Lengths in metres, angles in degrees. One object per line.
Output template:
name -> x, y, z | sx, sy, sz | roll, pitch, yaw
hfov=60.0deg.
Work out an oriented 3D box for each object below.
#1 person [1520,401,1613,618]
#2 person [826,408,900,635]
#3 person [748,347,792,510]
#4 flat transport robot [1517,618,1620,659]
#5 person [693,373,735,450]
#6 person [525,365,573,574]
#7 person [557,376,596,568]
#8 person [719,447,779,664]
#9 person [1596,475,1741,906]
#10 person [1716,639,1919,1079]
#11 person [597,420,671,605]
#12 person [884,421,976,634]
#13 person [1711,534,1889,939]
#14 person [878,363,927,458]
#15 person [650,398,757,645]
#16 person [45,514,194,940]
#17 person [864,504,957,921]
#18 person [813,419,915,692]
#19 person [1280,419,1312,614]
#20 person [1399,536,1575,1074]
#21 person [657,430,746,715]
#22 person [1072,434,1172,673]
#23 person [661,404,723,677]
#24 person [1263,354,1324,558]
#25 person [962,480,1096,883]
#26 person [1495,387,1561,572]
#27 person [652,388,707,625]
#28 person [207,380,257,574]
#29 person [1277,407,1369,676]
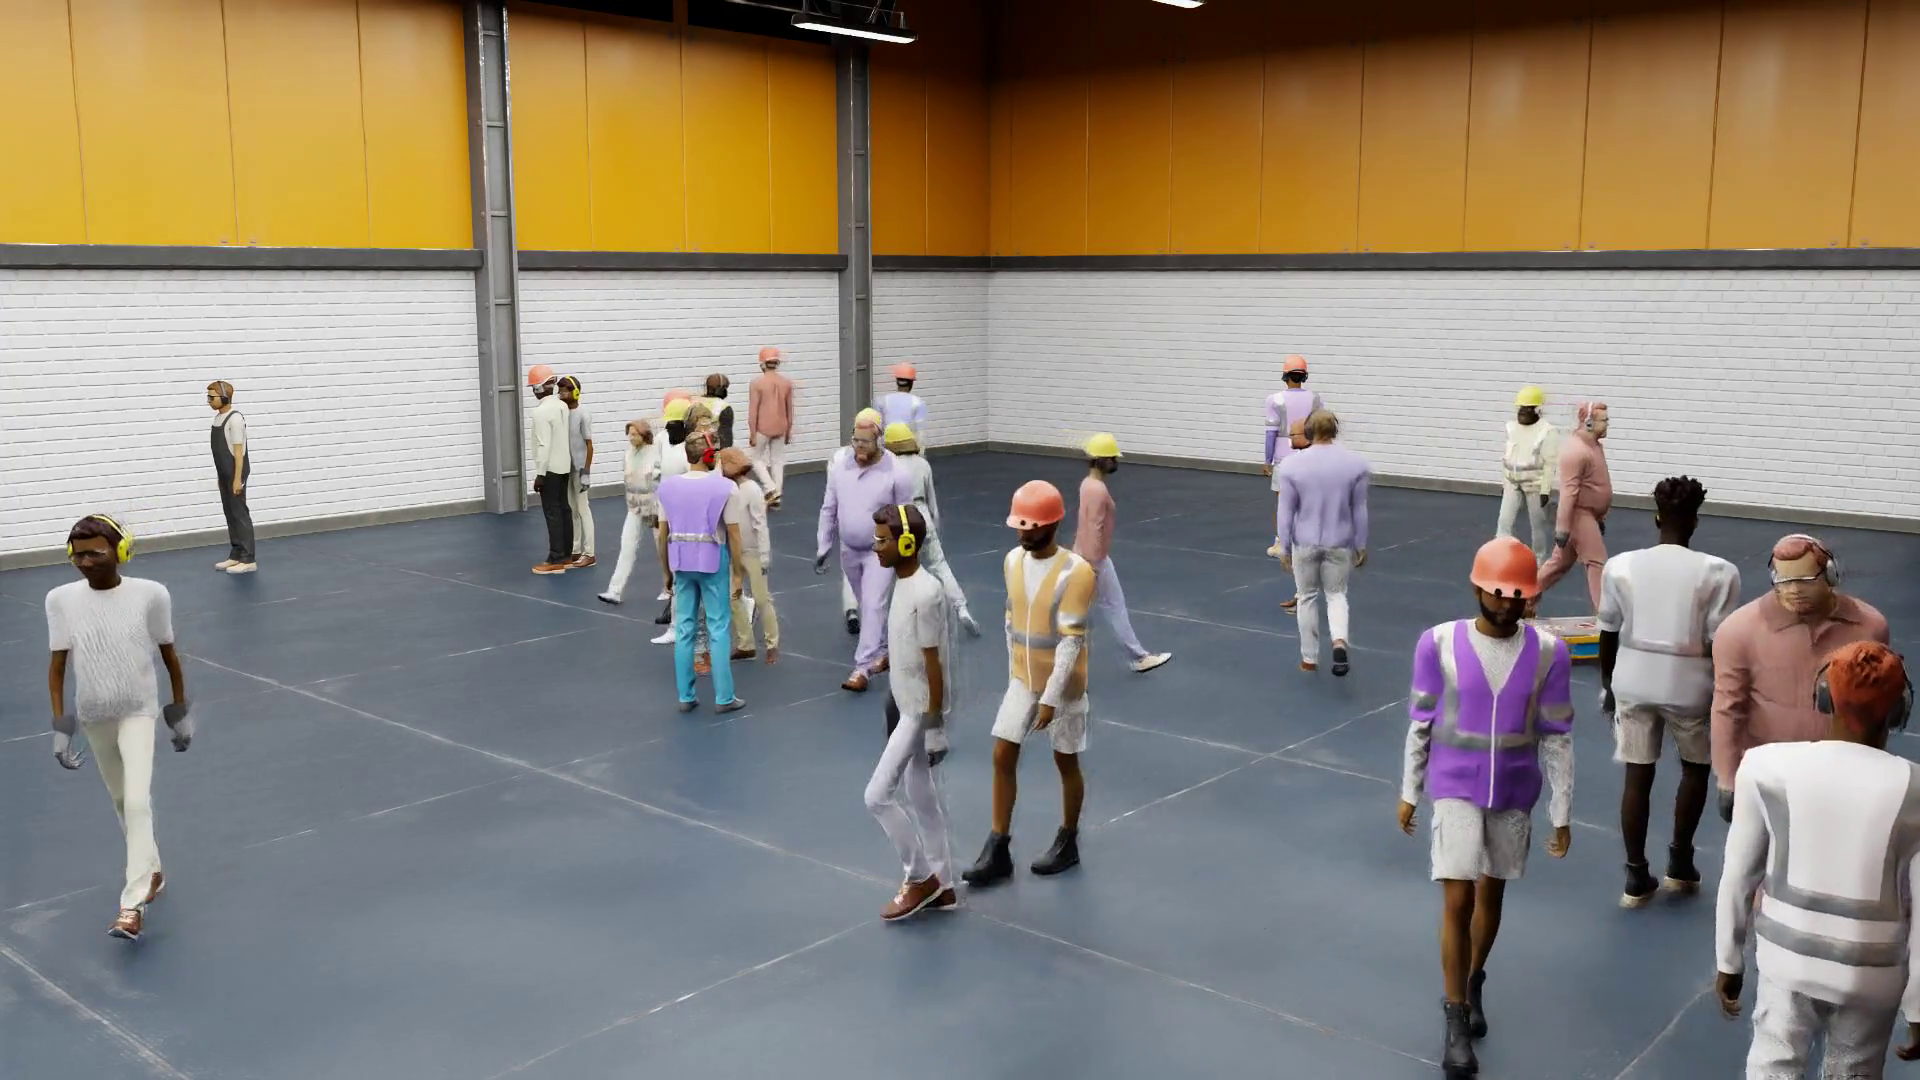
person -> 4.874, -0.176, 13.155 | 1.008, 1.862, 0.655 | 5, 10, 28
person -> -0.747, -0.118, 12.946 | 0.618, 1.809, 0.599 | 0, 9, 2
person -> -2.299, -1.339, 20.053 | 0.650, 1.976, 0.437 | -7, 12, -39
flat transport robot -> 4.608, 0.735, 12.379 | 1.431, 0.197, 0.652 | -1, 9, -9
person -> -2.549, -0.825, 17.353 | 0.641, 1.820, 0.546 | 6, 11, 33
person -> -3.913, -0.669, 15.837 | 0.399, 1.984, 0.610 | 1, 9, 9
person -> -3.758, -0.661, 16.167 | 0.329, 1.865, 0.510 | -9, 12, -43
person -> -1.531, 0.119, 12.120 | 0.535, 1.609, 0.449 | 8, 12, 43
person -> 3.211, 0.670, 7.550 | 0.630, 1.935, 0.646 | 7, 11, 36
person -> 2.348, 1.195, 4.518 | 0.578, 1.862, 0.774 | 6, 11, 35
person -> -2.742, -0.220, 14.259 | 0.516, 1.590, 0.875 | 5, 10, 27
person -> -0.298, -0.090, 13.137 | 0.515, 1.690, 0.905 | -8, 12, -41
person -> 3.245, 0.886, 6.453 | 0.686, 1.863, 0.488 | 1, 9, 9
person -> -0.615, -0.949, 17.896 | 0.556, 1.881, 0.969 | 1, 9, 9
person -> -1.996, -0.141, 12.765 | 0.735, 1.906, 0.589 | -4, 10, -26
person -> -3.641, 0.796, 7.170 | 0.509, 1.810, 0.999 | -1, 9, -9
person -> -0.231, 0.759, 7.278 | 0.527, 1.847, 0.550 | -2, 9, -10
person -> -0.649, 0.083, 11.532 | 0.648, 1.855, 0.986 | 5, 10, 27
person -> 2.878, -0.203, 14.029 | 0.306, 1.626, 0.520 | -1, 9, -4
person -> 1.904, 0.941, 5.956 | 0.581, 1.905, 0.824 | 1, 9, 7
person -> -1.677, 0.215, 10.729 | 0.564, 1.841, 0.391 | 2, 9, 14
person -> 1.043, 0.111, 11.727 | 0.877, 1.717, 0.547 | -1, 9, -7
person -> -1.866, 0.002, 11.873 | 0.579, 1.935, 0.646 | 4, 10, 22
person -> 3.333, -0.836, 16.702 | 0.611, 2.043, 0.374 | -2, 9, -10
person -> 0.327, 0.671, 7.666 | 0.544, 1.901, 0.796 | 8, 12, 41
person -> 5.161, -0.502, 15.349 | 0.846, 1.796, 0.626 | -7, 11, -37
person -> -2.243, -0.262, 13.428 | 0.551, 1.934, 0.373 | 3, 10, 20
person -> -6.970, -0.603, 15.886 | 0.507, 1.841, 0.334 | 9, 13, 44
person -> 2.518, 0.037, 11.575 | 0.637, 1.923, 0.612 | 0, 9, 2
